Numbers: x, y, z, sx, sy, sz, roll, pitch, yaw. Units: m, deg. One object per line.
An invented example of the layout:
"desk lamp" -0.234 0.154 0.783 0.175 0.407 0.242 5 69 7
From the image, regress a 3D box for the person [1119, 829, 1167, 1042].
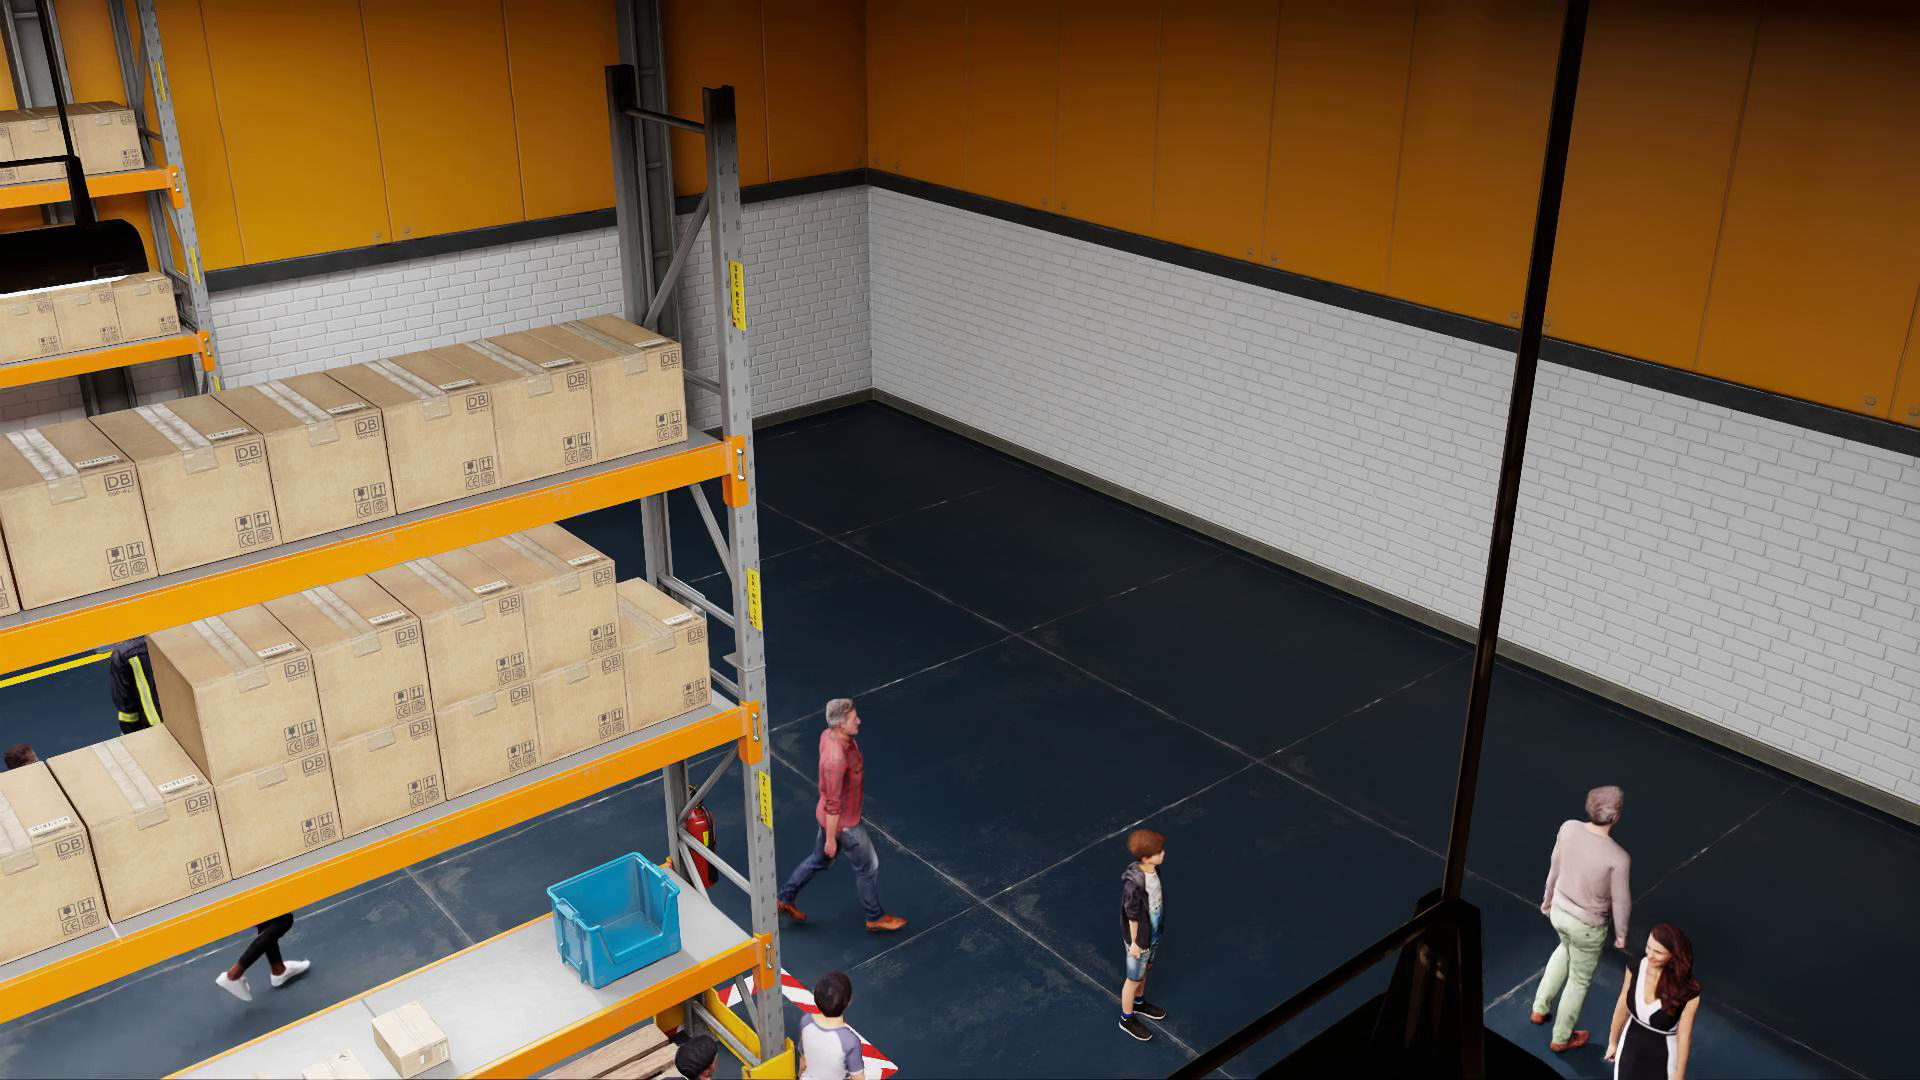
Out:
"person" 1.150 2.442 10.443 0.662 1.445 0.560 12 26 25

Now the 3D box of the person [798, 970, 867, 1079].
"person" -0.755 3.043 8.953 0.697 1.536 0.896 17 29 33

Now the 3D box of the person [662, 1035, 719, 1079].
"person" -1.349 3.256 8.276 0.816 1.688 1.076 15 28 31

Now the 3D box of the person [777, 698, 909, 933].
"person" -0.908 1.892 11.264 1.311 1.794 1.146 -2 24 -5

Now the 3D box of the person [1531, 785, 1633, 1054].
"person" 3.718 2.351 10.136 0.698 1.859 0.728 -14 27 -29

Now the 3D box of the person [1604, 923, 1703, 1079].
"person" 3.816 2.836 9.119 0.751 1.785 0.611 -17 29 -34
